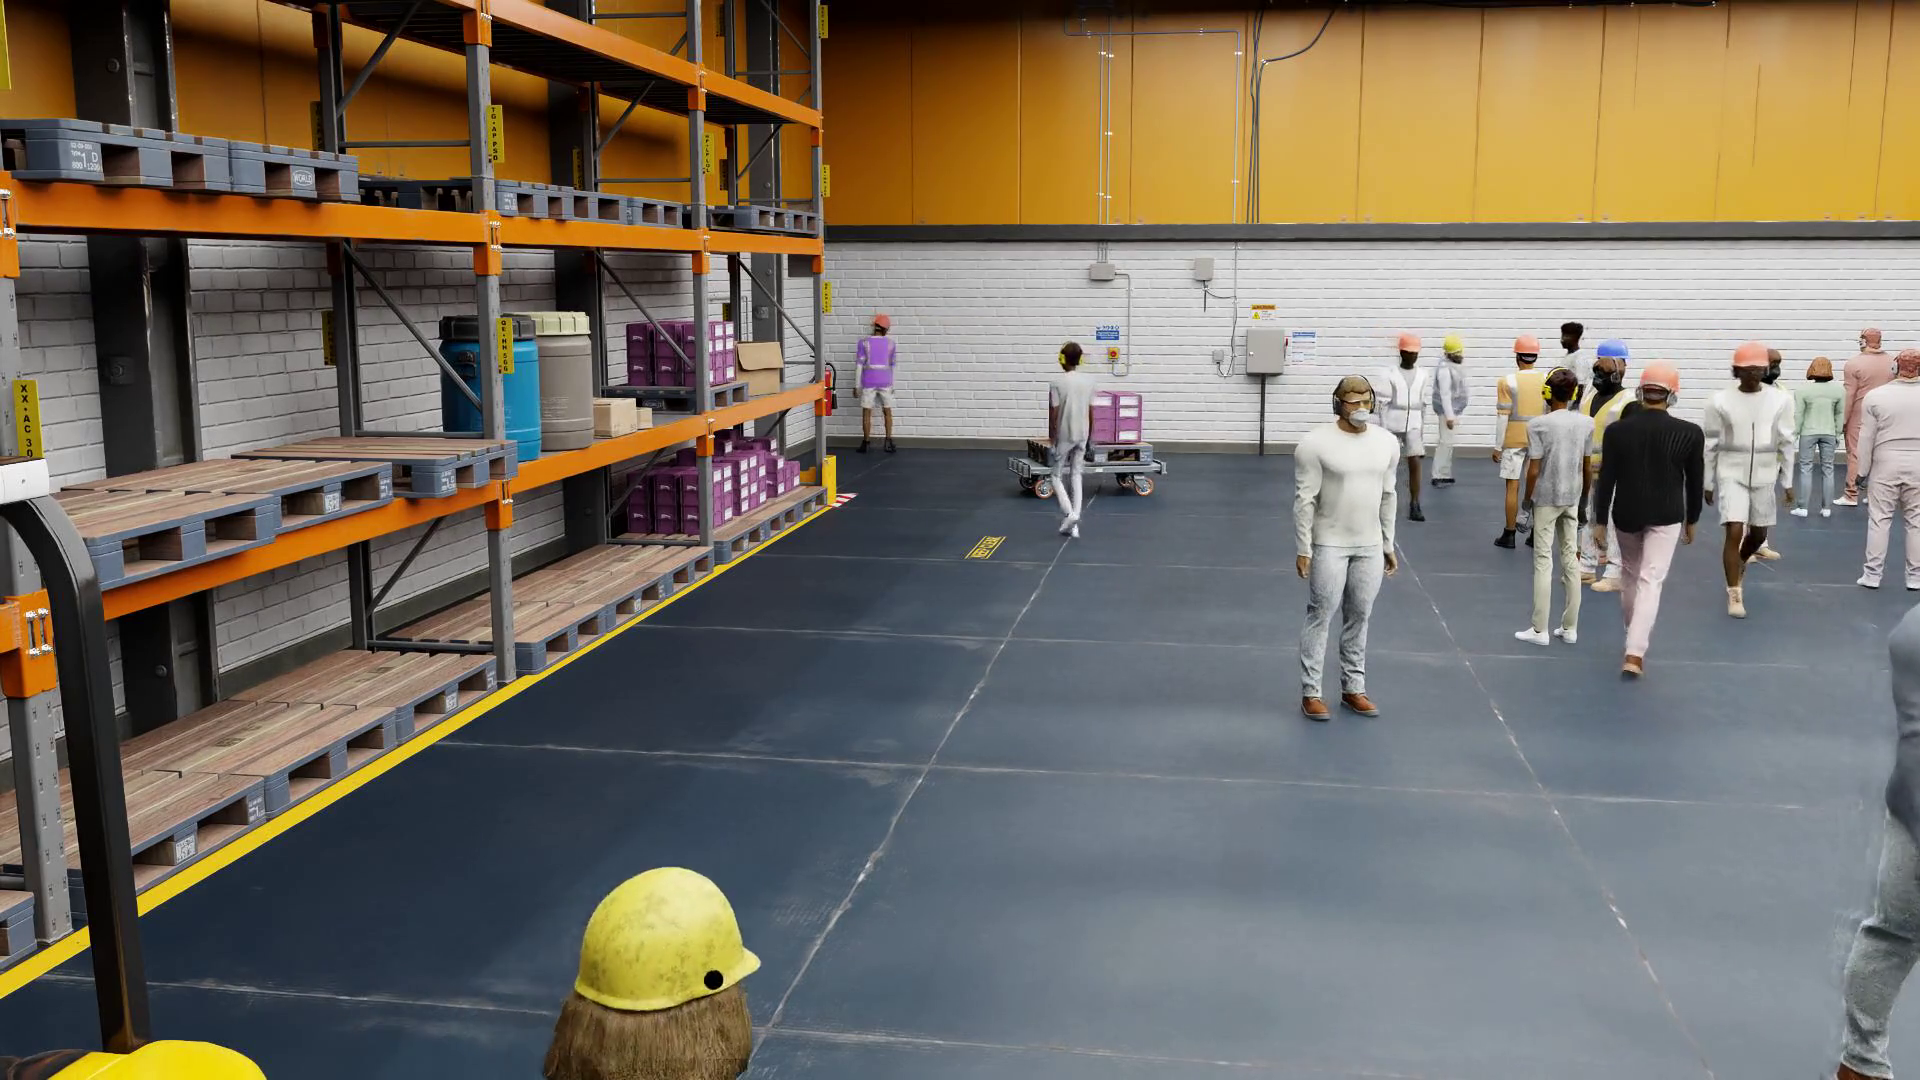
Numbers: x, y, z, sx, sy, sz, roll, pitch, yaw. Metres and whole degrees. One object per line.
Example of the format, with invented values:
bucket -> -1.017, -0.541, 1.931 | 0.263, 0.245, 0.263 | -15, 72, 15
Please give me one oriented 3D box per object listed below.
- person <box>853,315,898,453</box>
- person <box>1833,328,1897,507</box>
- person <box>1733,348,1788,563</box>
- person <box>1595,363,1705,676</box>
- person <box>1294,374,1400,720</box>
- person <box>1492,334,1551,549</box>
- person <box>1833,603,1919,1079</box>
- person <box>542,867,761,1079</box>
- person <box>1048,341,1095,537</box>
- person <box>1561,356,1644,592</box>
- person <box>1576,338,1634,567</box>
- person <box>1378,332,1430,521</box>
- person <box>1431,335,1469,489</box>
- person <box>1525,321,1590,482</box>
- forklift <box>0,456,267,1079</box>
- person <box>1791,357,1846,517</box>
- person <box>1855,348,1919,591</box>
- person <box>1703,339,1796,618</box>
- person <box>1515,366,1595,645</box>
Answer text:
person -> -1.148, -2.125, 22.833 | 0.616, 1.899, 0.436 | -2, 9, -14
person -> 9.623, -1.299, 17.686 | 0.640, 1.905, 0.410 | -1, 9, -8
person -> 6.909, -0.730, 14.363 | 0.627, 1.845, 0.429 | -5, 10, -27
person -> 4.335, -0.143, 10.468 | 0.603, 1.936, 1.067 | 6, 11, 31
person -> 2.161, 0.040, 9.317 | 0.635, 1.937, 0.355 | -3, 10, -16
person -> 5.078, -0.884, 15.016 | 0.542, 1.939, 0.361 | 0, 9, -3
person -> 2.872, 0.829, 4.586 | 0.656, 1.898, 0.958 | -2, 9, -14
person -> -0.439, 1.297, 2.231 | 0.487, 1.730, 0.465 | 7, 11, 37
person -> 1.051, -0.943, 15.645 | 0.516, 1.852, 0.413 | -4, 10, -22
person -> 5.051, -0.521, 13.075 | 0.430, 1.845, 0.619 | -3, 10, -18
person -> 5.462, -0.744, 14.151 | 0.414, 1.941, 0.611 | 3, 10, 16
person -> 4.501, -1.175, 16.979 | 0.548, 1.898, 0.985 | -1, 9, -4
person -> 5.691, -1.493, 19.281 | 0.407, 1.784, 0.707 | 5, 10, 26
person -> 7.205, -1.594, 19.438 | 0.974, 1.930, 0.612 | 0, 9, 0
forklift -> -2.328, 0.975, 2.765 | 2.313, 2.155, 1.214 | 1, 9, 9
person -> 8.730, -1.047, 16.957 | 0.499, 1.634, 0.285 | 1, 9, 9
person -> 7.380, -0.550, 13.054 | 0.644, 1.908, 0.408 | 3, 10, 18
person -> 5.782, -0.477, 12.265 | 0.609, 2.020, 0.873 | 2, 9, 14
person -> 3.982, -0.224, 11.164 | 0.521, 1.869, 0.328 | -2, 9, -12
